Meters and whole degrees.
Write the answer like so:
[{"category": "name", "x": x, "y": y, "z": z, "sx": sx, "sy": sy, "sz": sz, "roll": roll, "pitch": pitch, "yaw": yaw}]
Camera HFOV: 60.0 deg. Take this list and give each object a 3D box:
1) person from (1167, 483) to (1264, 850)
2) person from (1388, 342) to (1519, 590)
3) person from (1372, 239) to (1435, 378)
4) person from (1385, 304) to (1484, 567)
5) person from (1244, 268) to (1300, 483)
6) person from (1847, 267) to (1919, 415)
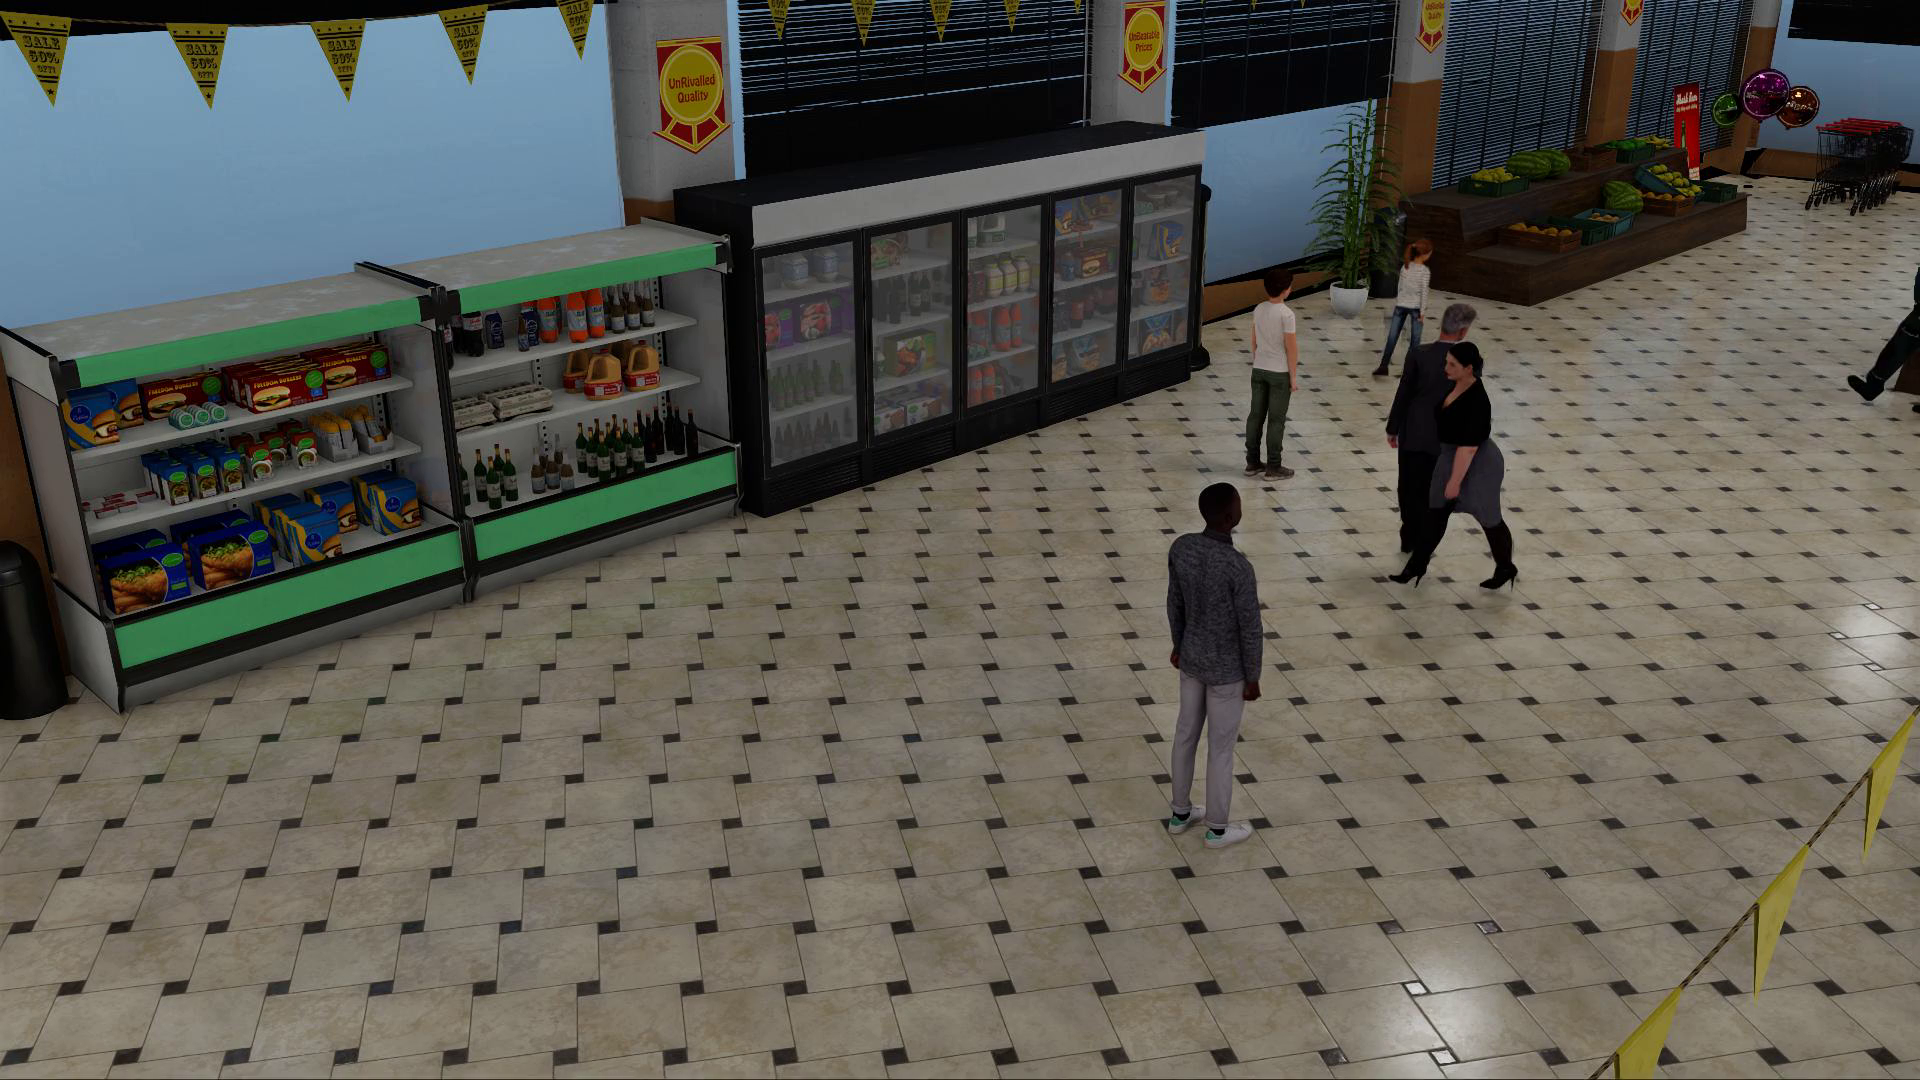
[{"category": "person", "x": 1.194, "y": 0.595, "z": 7.926, "sx": 0.544, "sy": 1.839, "sz": 0.689, "roll": -19, "pitch": 28, "yaw": -38}, {"category": "person", "x": 3.357, "y": -0.425, "z": 10.666, "sx": 1.156, "sy": 1.687, "sz": 1.080, "roll": 2, "pitch": 22, "yaw": 5}, {"category": "person", "x": 4.132, "y": -2.122, "z": 15.444, "sx": 0.582, "sy": 1.275, "sz": 0.815, "roll": 14, "pitch": 26, "yaw": 31}, {"category": "person", "x": 3.152, "y": -0.659, "z": 11.107, "sx": 1.105, "sy": 1.794, "sz": 1.231, "roll": 2, "pitch": 22, "yaw": 6}, {"category": "person", "x": 2.407, "y": -1.282, "z": 12.845, "sx": 0.533, "sy": 1.655, "sz": 0.569, "roll": -18, "pitch": 28, "yaw": -38}, {"category": "person", "x": 8.420, "y": -1.904, "z": 14.215, "sx": 1.141, "sy": 1.786, "sz": 0.935, "roll": -14, "pitch": 26, "yaw": -32}]
